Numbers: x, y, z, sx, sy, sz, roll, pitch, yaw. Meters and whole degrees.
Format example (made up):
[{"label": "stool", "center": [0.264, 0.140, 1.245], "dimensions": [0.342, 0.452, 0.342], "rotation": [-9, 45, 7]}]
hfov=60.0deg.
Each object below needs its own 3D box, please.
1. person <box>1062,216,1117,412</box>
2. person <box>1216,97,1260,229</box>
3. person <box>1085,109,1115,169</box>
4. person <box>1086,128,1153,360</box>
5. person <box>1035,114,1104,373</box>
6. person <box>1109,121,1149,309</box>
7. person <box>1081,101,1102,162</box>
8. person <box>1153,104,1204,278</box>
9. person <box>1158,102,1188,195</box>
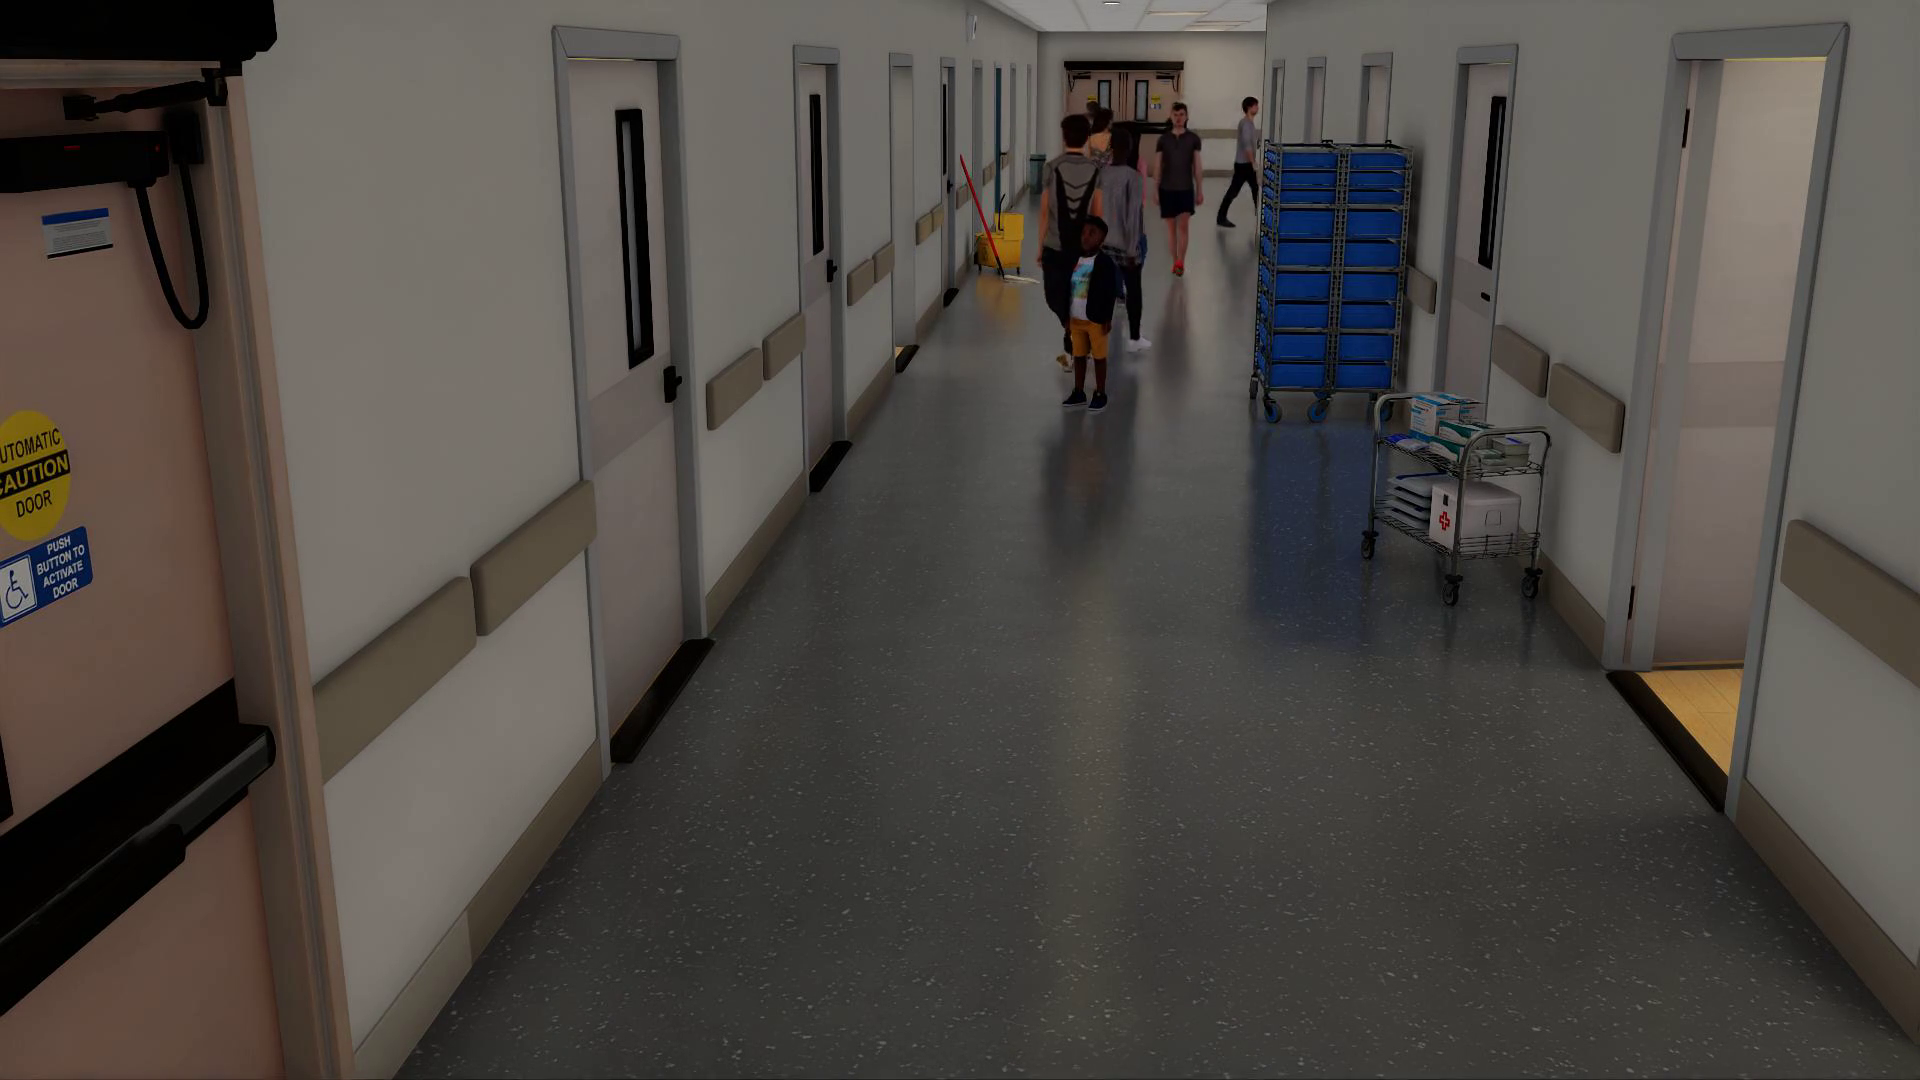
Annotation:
[{"label": "person", "center": [0.867, -1.515, 11.060], "dimensions": [0.602, 1.274, 0.641], "rotation": [10, 19, 32]}, {"label": "person", "center": [3.937, -5.301, 23.513], "dimensions": [0.912, 1.803, 1.147], "rotation": [5, 17, 18]}, {"label": "person", "center": [1.650, -4.130, 19.455], "dimensions": [0.798, 1.751, 0.898], "rotation": [8, 18, 26]}, {"label": "person", "center": [1.125, -2.228, 12.732], "dimensions": [1.071, 1.738, 1.255], "rotation": [12, 20, 37]}, {"label": "person", "center": [0.822, -2.110, 12.071], "dimensions": [0.891, 1.870, 1.112], "rotation": [-5, 16, -16]}, {"label": "person", "center": [1.535, -3.058, 15.683], "dimensions": [0.659, 1.734, 0.686], "rotation": [7, 17, 22]}, {"label": "person", "center": [1.714, -4.793, 21.678], "dimensions": [0.735, 1.820, 0.785], "rotation": [-12, 20, -36]}, {"label": "person", "center": [2.379, -3.792, 18.131], "dimensions": [0.783, 1.819, 1.085], "rotation": [3, 16, 12]}, {"label": "person", "center": [3.818, -6.775, 29.222], "dimensions": [1.008, 1.543, 1.087], "rotation": [-11, 19, -35]}]
